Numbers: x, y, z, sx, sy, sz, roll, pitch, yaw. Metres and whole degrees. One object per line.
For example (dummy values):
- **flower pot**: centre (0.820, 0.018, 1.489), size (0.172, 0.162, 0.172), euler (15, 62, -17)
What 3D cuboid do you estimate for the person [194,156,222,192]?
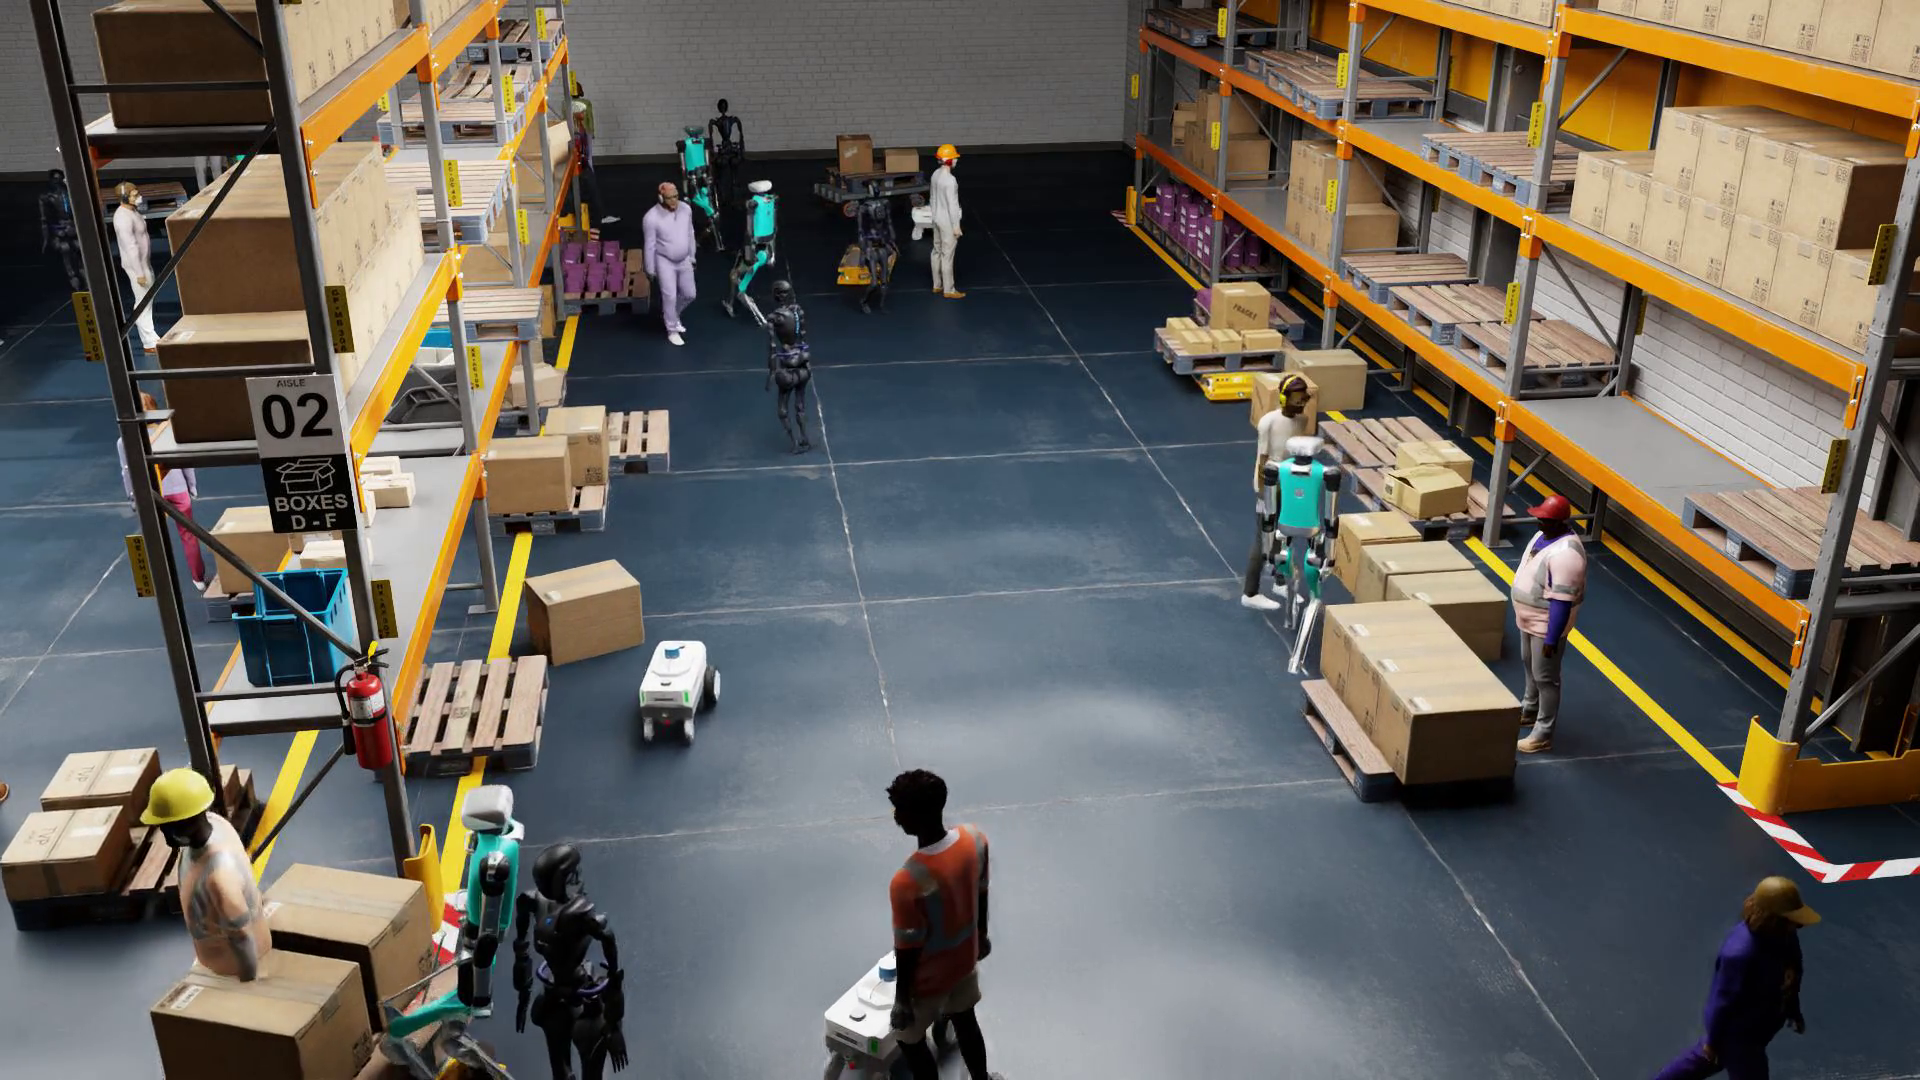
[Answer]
- **person**: centre (-11.624, -6.117, 25.666), size (0.430, 1.838, 0.621), euler (19, 30, 37)

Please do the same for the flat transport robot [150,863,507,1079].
- **flat transport robot**: centre (-2.946, 2.564, 7.836), size (1.431, 0.231, 0.659), euler (5, 24, 12)

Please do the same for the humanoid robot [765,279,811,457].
- **humanoid robot**: centre (-1.568, -1.626, 15.648), size (0.430, 1.648, 0.589), euler (13, 27, 26)

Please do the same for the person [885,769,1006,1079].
- **person**: centre (-0.060, 1.843, 7.420), size (0.395, 1.931, 0.772), euler (17, 29, 34)

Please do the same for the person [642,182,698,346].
- **person**: centre (-3.301, -3.156, 18.871), size (0.668, 1.877, 0.559), euler (-22, 32, -40)

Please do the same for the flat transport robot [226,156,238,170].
- **flat transport robot**: centre (-10.256, -5.047, 25.175), size (0.659, 0.231, 1.431), euler (-3, 24, -7)

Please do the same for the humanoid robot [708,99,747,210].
- **humanoid robot**: centre (-3.535, -5.860, 25.270), size (0.611, 1.648, 0.364), euler (-11, 26, -24)

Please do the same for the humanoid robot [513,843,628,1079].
- **humanoid robot**: centre (-1.699, 2.045, 7.252), size (0.608, 1.650, 0.340), euler (11, 26, 23)

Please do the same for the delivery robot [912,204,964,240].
- **delivery robot**: centre (-0.306, -4.558, 23.718), size (0.799, 0.605, 0.499), euler (1, 24, 3)

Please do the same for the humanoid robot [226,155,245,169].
- **humanoid robot**: centre (-9.705, -4.733, 22.735), size (0.534, 1.842, 0.838), euler (-14, 27, -29)

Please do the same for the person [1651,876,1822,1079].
- **person**: centre (3.413, 2.101, 7.251), size (0.468, 1.582, 0.839), euler (-21, 31, -40)

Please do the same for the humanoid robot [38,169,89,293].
- **humanoid robot**: centre (-10.980, -3.725, 20.425), size (0.554, 1.643, 0.600), euler (22, 32, 40)

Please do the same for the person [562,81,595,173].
- **person**: centre (-6.202, -6.632, 27.100), size (0.495, 1.626, 0.284), euler (-1, 24, -2)

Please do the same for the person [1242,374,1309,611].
- **person**: centre (2.406, -0.359, 12.536), size (0.571, 1.856, 0.400), euler (-15, 28, -30)

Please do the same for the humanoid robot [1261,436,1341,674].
- **humanoid robot**: centre (2.450, 0.003, 11.879), size (0.550, 1.788, 0.921), euler (8, 25, 17)

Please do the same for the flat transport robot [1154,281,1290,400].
- **flat transport robot**: centre (2.801, -1.812, 17.805), size (0.659, 0.231, 1.431), euler (-3, 24, -8)

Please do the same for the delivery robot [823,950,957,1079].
- **delivery robot**: centre (-0.339, 2.284, 8.088), size (0.499, 0.570, 0.750), euler (15, 28, 30)

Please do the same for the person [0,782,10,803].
- **person**: centre (-6.155, 0.741, 9.851), size (0.613, 1.988, 0.392), euler (-3, 24, -6)

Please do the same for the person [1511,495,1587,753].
- **person**: centre (3.726, 0.519, 10.665), size (0.418, 1.748, 0.607), euler (0, 24, 0)

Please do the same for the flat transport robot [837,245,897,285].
- **flat transport robot**: centre (-1.218, -3.619, 21.923), size (0.659, 0.231, 1.431), euler (1, 24, 2)

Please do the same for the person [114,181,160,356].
- **person**: centre (-9.102, -3.019, 18.479), size (0.359, 1.938, 0.635), euler (-9, 25, -19)

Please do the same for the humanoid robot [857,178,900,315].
- **humanoid robot**: centre (-1.000, -3.518, 19.940), size (0.355, 1.652, 0.609), euler (21, 31, 39)

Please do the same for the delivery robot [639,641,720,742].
- **delivery robot**: centre (-1.906, 0.968, 11.129), size (0.499, 0.605, 0.799), euler (0, 24, 1)

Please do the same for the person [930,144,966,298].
- **person**: centre (-0.176, -3.969, 20.700), size (0.372, 1.897, 0.572), euler (-12, 26, -26)

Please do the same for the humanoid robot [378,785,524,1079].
- **humanoid robot**: centre (-2.315, 1.939, 7.470), size (0.833, 1.789, 0.530), euler (-5, 24, -11)

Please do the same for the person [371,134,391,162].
- **person**: centre (-7.712, -4.529, 22.181), size (0.561, 1.728, 0.528), euler (-3, 24, -7)

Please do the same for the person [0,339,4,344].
- **person**: centre (-11.170, -3.021, 18.712), size (0.340, 1.751, 0.561), euler (16, 28, 32)

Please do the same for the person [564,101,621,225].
- **person**: centre (-5.441, -5.445, 24.169), size (0.905, 1.805, 0.531), euler (5, 24, 12)

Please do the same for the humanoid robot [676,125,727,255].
- **humanoid robot**: centre (-3.415, -4.722, 22.681), size (1.031, 1.768, 0.539), euler (22, 32, 40)

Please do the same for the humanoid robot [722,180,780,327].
- **humanoid robot**: centre (-2.587, -3.391, 19.616), size (0.988, 1.767, 0.547), euler (15, 28, 30)

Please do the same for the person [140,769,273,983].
- **person**: centre (-3.241, 1.823, 7.489), size (0.782, 1.905, 0.607), euler (-13, 27, -28)

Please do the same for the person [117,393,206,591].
- **person**: centre (-6.122, -0.344, 12.771), size (0.498, 1.629, 0.287), euler (-15, 28, -31)
